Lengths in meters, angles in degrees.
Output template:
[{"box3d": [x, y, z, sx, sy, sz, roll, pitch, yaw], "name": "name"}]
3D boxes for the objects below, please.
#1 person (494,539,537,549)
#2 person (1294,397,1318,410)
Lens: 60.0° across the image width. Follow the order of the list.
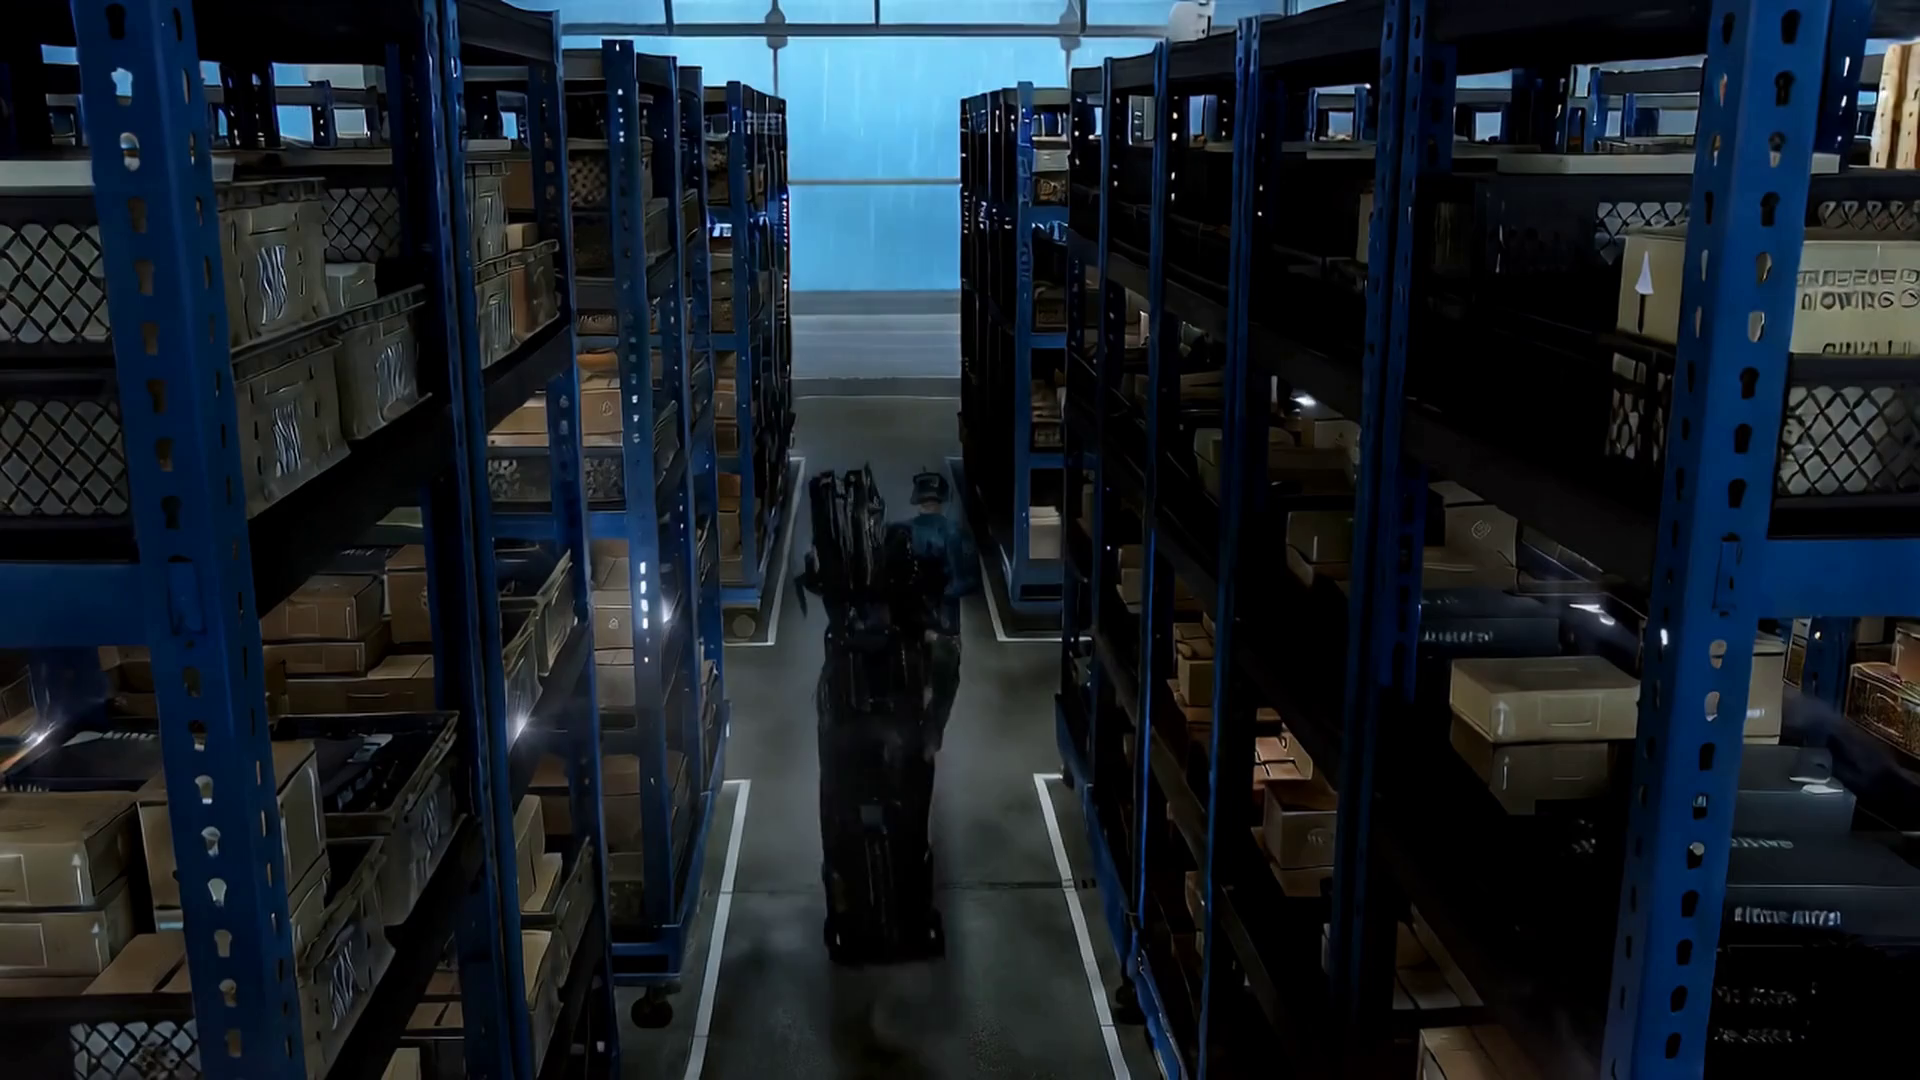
[{"box3d": [-2.327, 0.269, 8.542, 0.373, 1.997, 0.619, 6, 15, 22], "name": "person"}, {"box3d": [1.941, 0.084, 9.619, 0.588, 1.837, 0.403, -10, 17, -34], "name": "person"}]
